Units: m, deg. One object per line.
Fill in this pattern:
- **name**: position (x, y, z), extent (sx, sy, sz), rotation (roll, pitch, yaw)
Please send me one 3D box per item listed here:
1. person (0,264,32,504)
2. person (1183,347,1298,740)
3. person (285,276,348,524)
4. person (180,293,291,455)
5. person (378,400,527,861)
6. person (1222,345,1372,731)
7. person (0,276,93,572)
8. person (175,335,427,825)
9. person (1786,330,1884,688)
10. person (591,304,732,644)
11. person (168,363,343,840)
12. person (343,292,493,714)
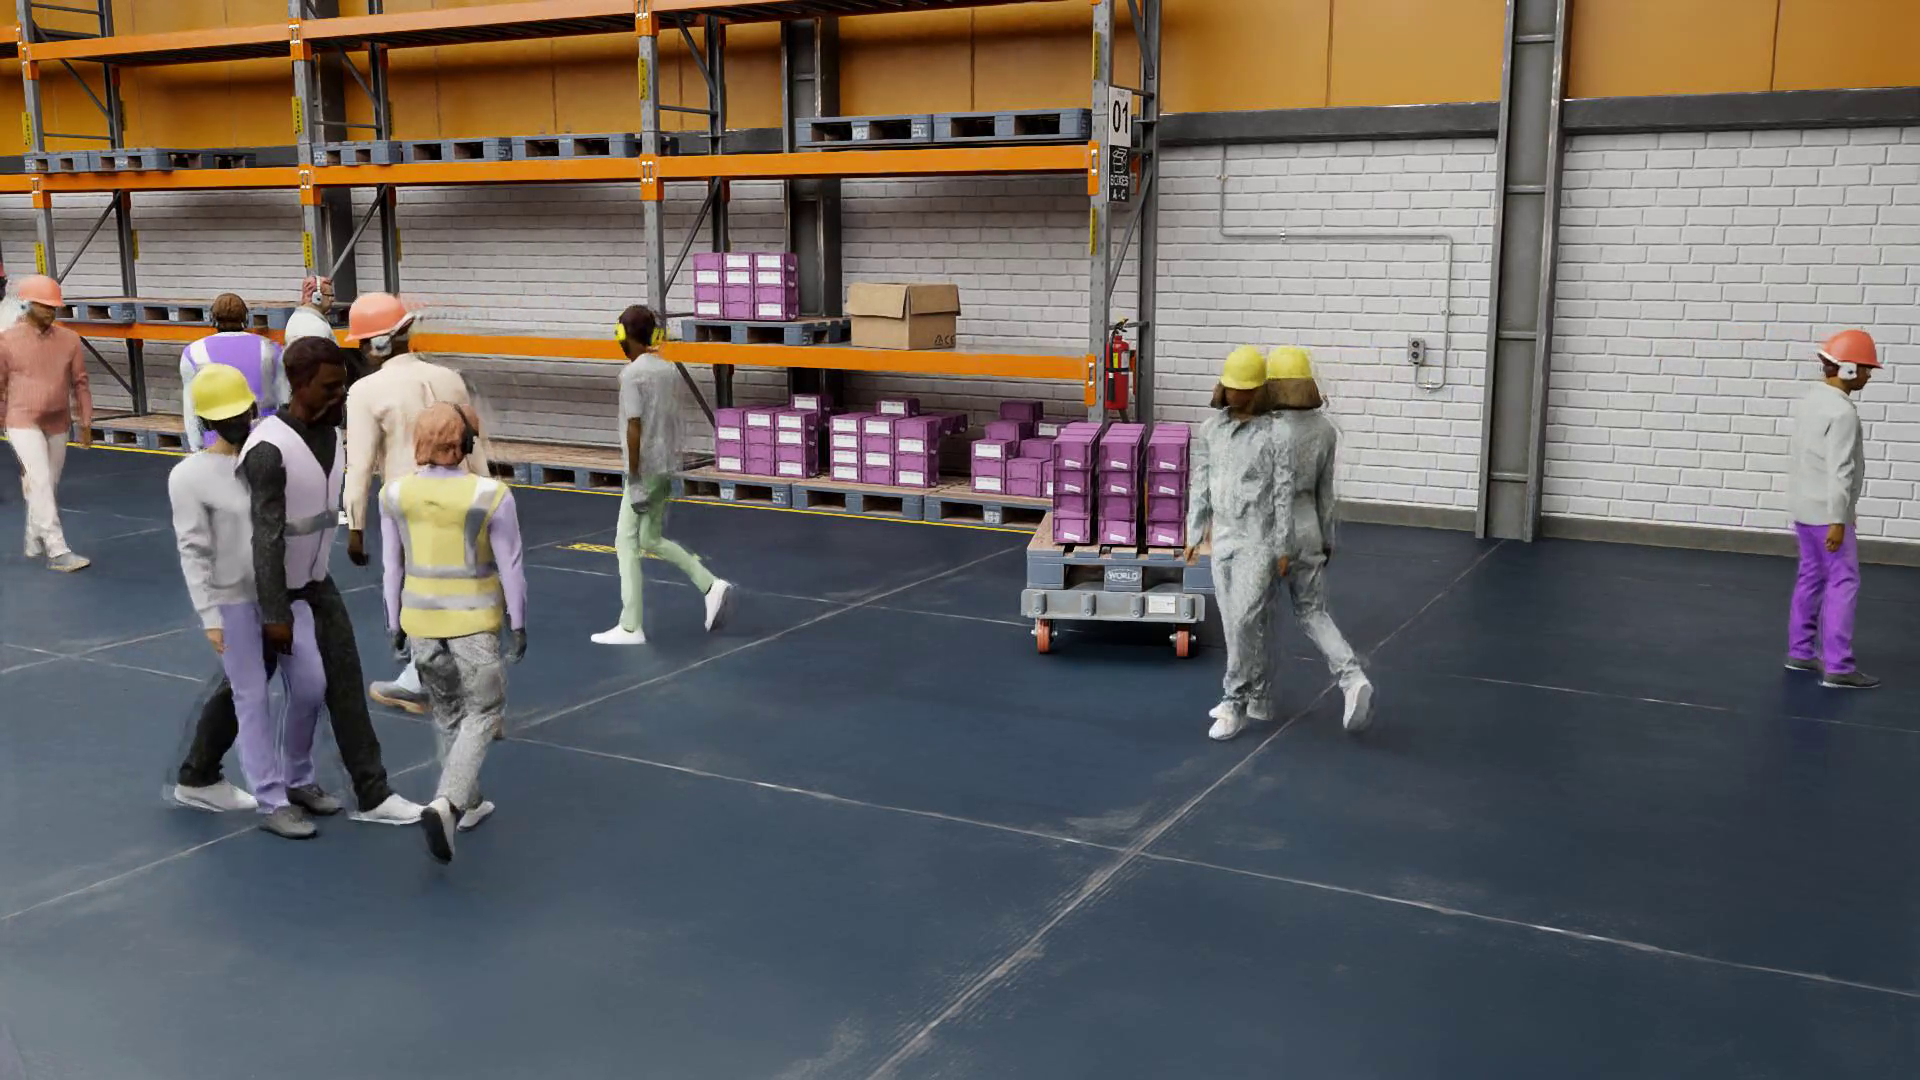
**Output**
- **person**: position (-7.825, -1.289, 13.566), extent (0.639, 2.040, 0.406), rotation (-5, 11, -24)
- **person**: position (1.199, 0.014, 7.305), extent (0.518, 1.706, 0.723), rotation (10, 14, 43)
- **person**: position (-4.868, -1.055, 12.669), extent (0.401, 1.895, 0.652), rotation (-7, 13, -35)
- **person**: position (-4.489, -0.610, 10.367), extent (0.622, 1.843, 0.429), rotation (-6, 12, -30)
- **person**: position (-1.809, 0.317, 5.896), extent (0.527, 1.614, 0.677), rotation (1, 10, 7)
- **person**: position (1.497, 0.003, 7.347), extent (0.498, 1.711, 0.747), rotation (-6, 12, -28)
- **person**: position (-6.166, -0.786, 11.088), extent (1.024, 1.944, 0.661), rotation (7, 13, 34)
- **person**: position (-2.517, 0.160, 6.176), extent (1.031, 1.848, 0.586), rotation (2, 11, 12)
- **person**: position (4.309, -0.160, 8.185), extent (0.403, 1.735, 0.571), rotation (1, 10, 7)
- **person**: position (-1.609, -0.350, 8.971), extent (0.656, 1.837, 0.575), rotation (3, 11, 16)
- **person**: position (-2.532, 0.221, 6.044), extent (0.409, 1.743, 0.548), rotation (7, 13, 35)
- **person**: position (-2.401, -0.114, 7.355), extent (0.962, 1.933, 0.642), rotation (5, 12, 28)
